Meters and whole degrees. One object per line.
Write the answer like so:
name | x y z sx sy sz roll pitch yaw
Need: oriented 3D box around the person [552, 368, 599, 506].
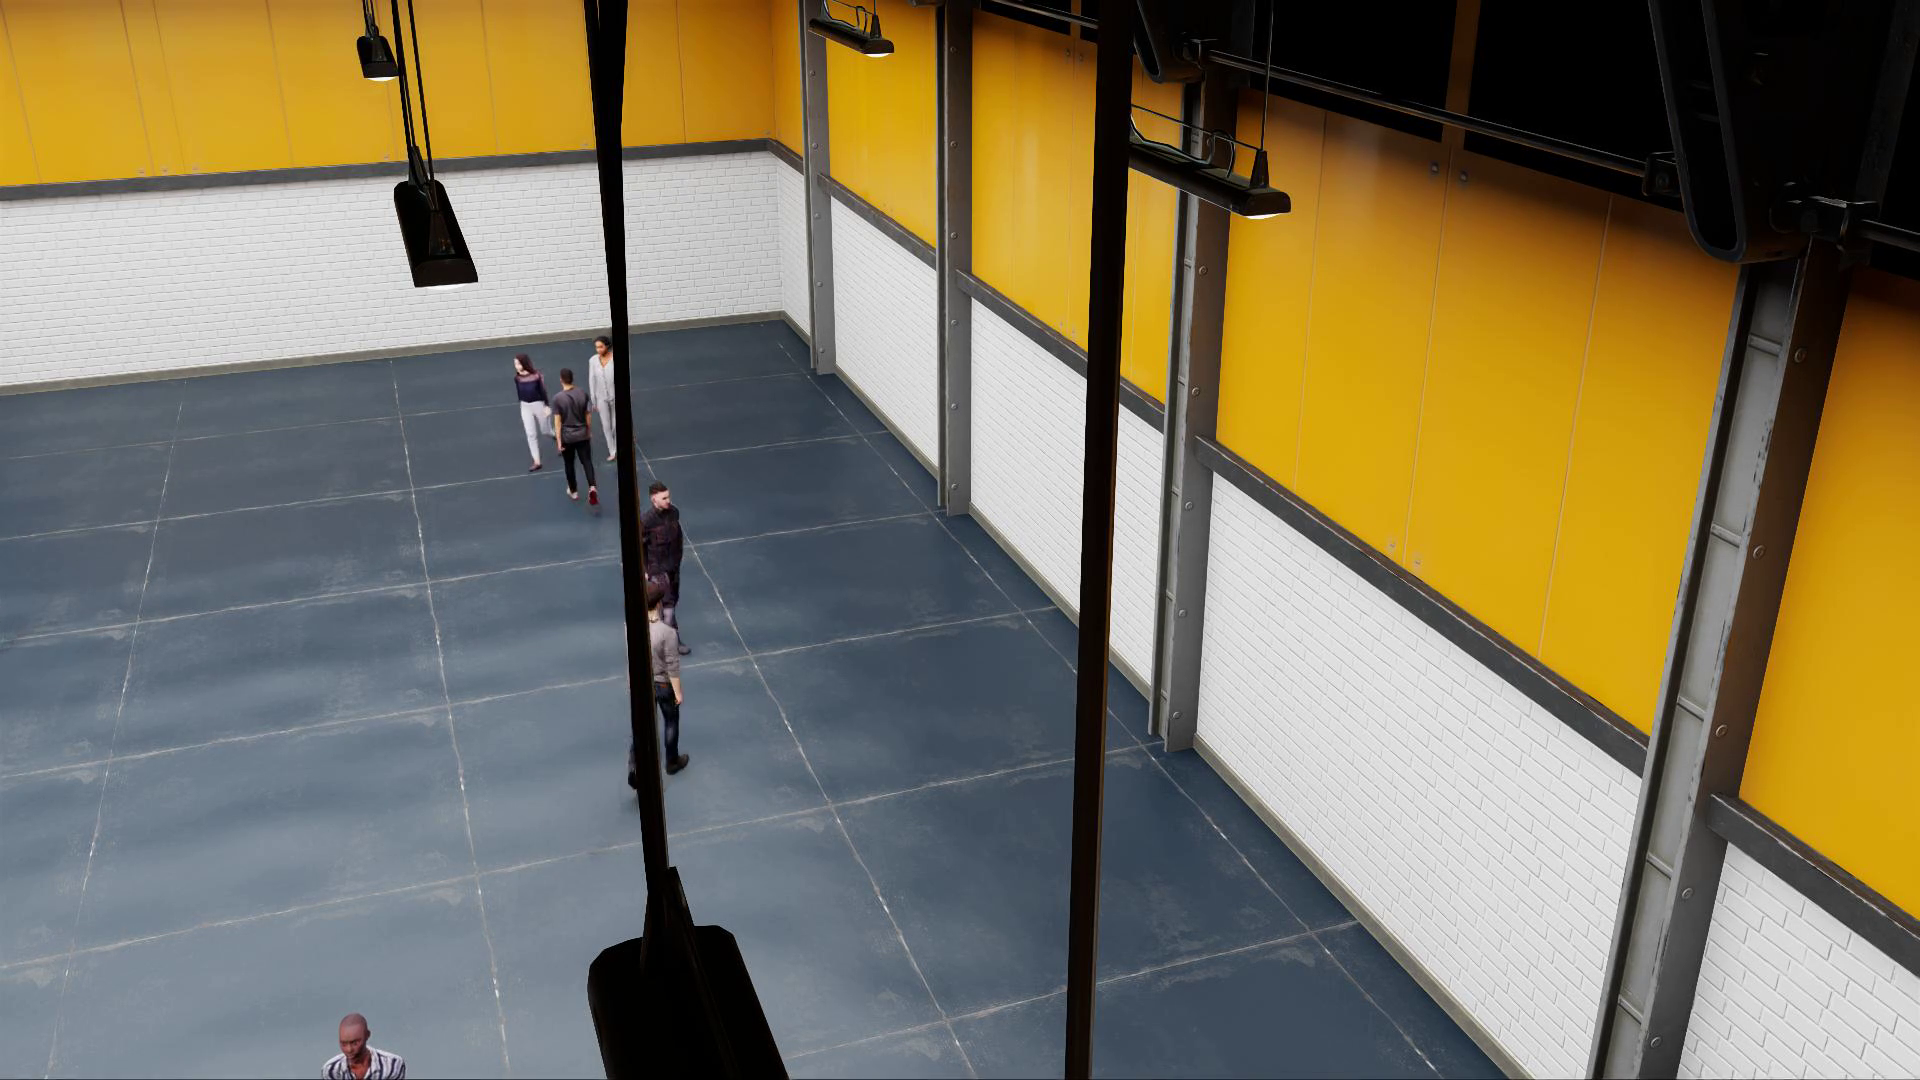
person | -4.716 -1.242 20.495 0.738 1.744 1.087 -13 27 -27

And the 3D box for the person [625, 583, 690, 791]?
person | -2.701 1.304 14.499 1.077 1.881 1.173 9 25 19

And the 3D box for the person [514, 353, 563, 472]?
person | -5.523 -1.713 21.769 0.927 1.587 1.035 4 24 9

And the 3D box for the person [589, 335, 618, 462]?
person | -4.616 -1.909 22.049 0.775 1.721 0.786 3 24 6

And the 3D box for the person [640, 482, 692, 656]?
person | -3.106 0.240 17.003 1.234 1.826 1.071 17 29 34

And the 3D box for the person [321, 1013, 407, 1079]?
person | -3.402 3.483 9.621 0.644 1.796 0.557 -5 24 -12
